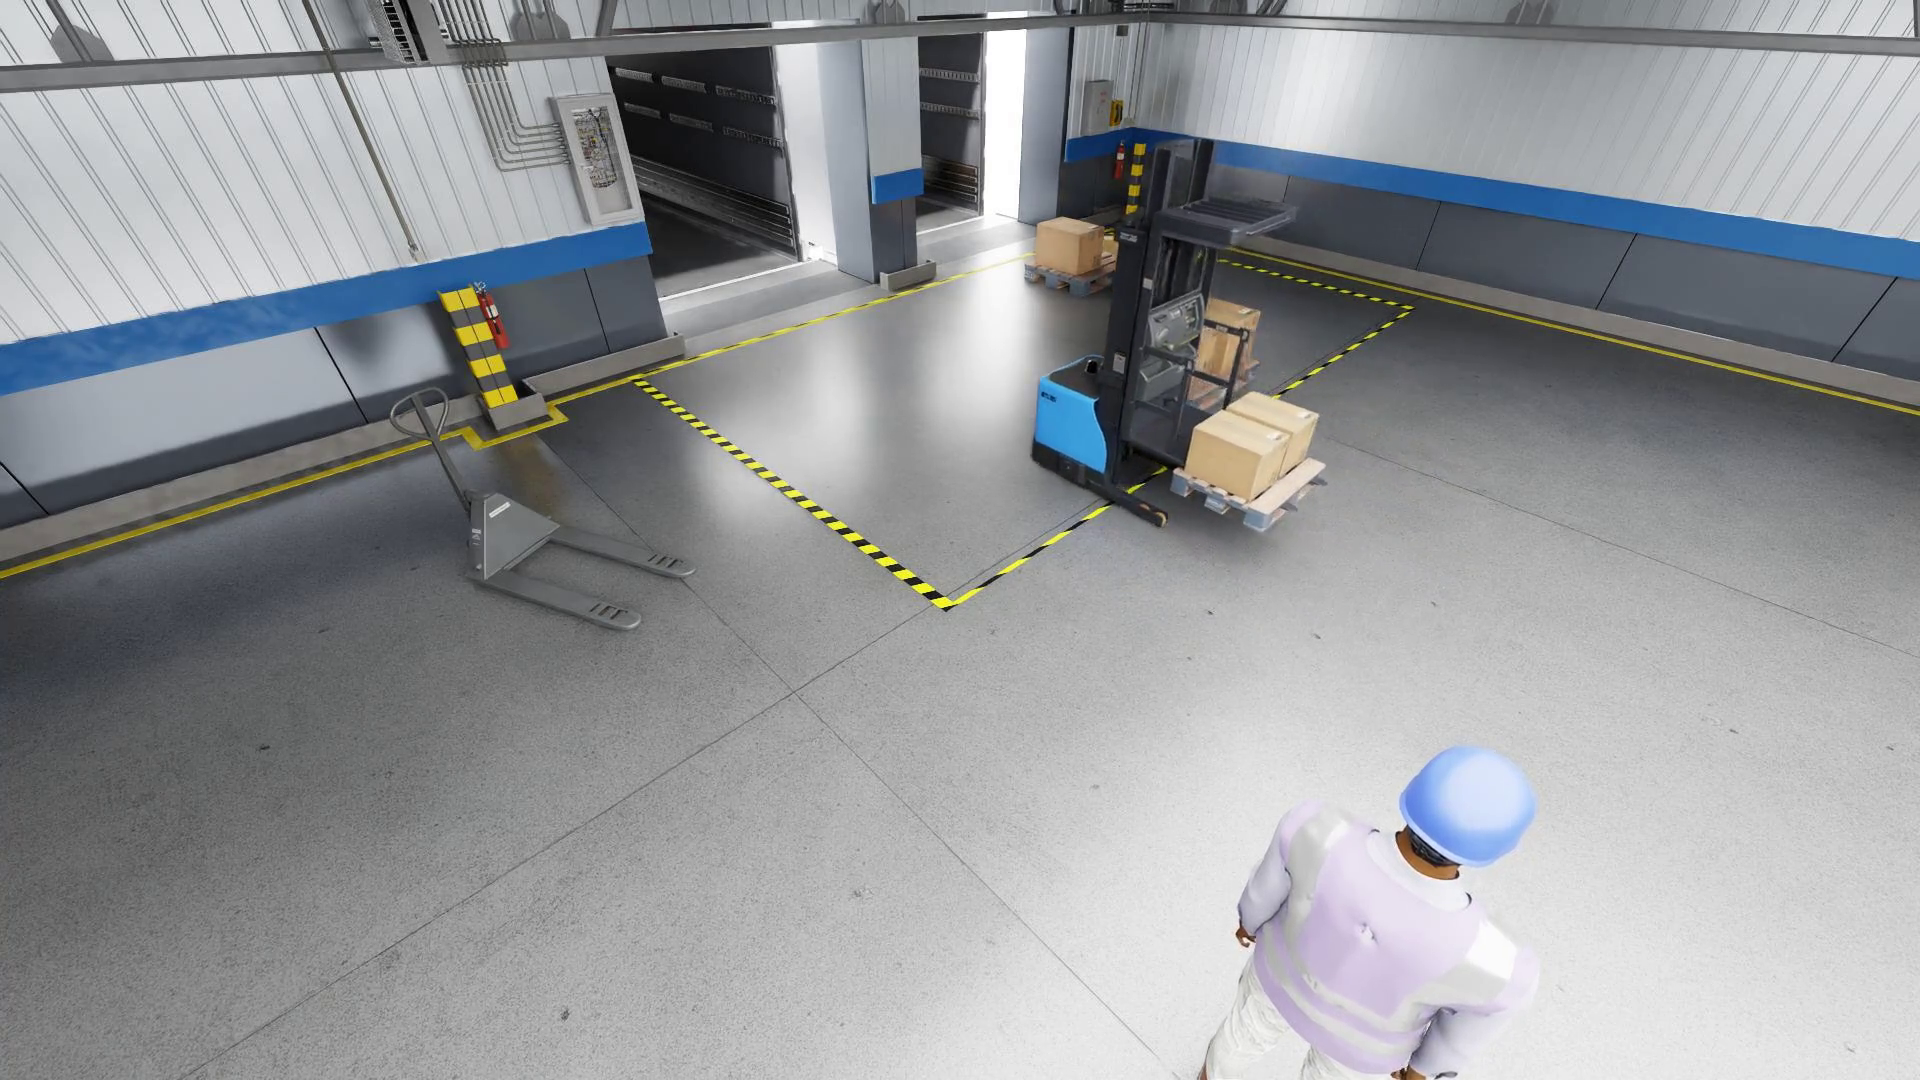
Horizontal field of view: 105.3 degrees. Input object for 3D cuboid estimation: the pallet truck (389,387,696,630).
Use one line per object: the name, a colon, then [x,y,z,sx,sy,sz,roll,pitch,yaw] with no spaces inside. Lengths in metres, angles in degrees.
pallet truck: [-2.613,-0.247,4.593,1.601,1.201,0.680,14,40,17]

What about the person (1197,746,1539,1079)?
person: [1.064,1.250,2.076,0.403,1.946,0.606,-29,46,-32]

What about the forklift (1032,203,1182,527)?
forklift: [1.142,-1.403,5.434,0.716,2.013,0.776,-31,47,-33]
